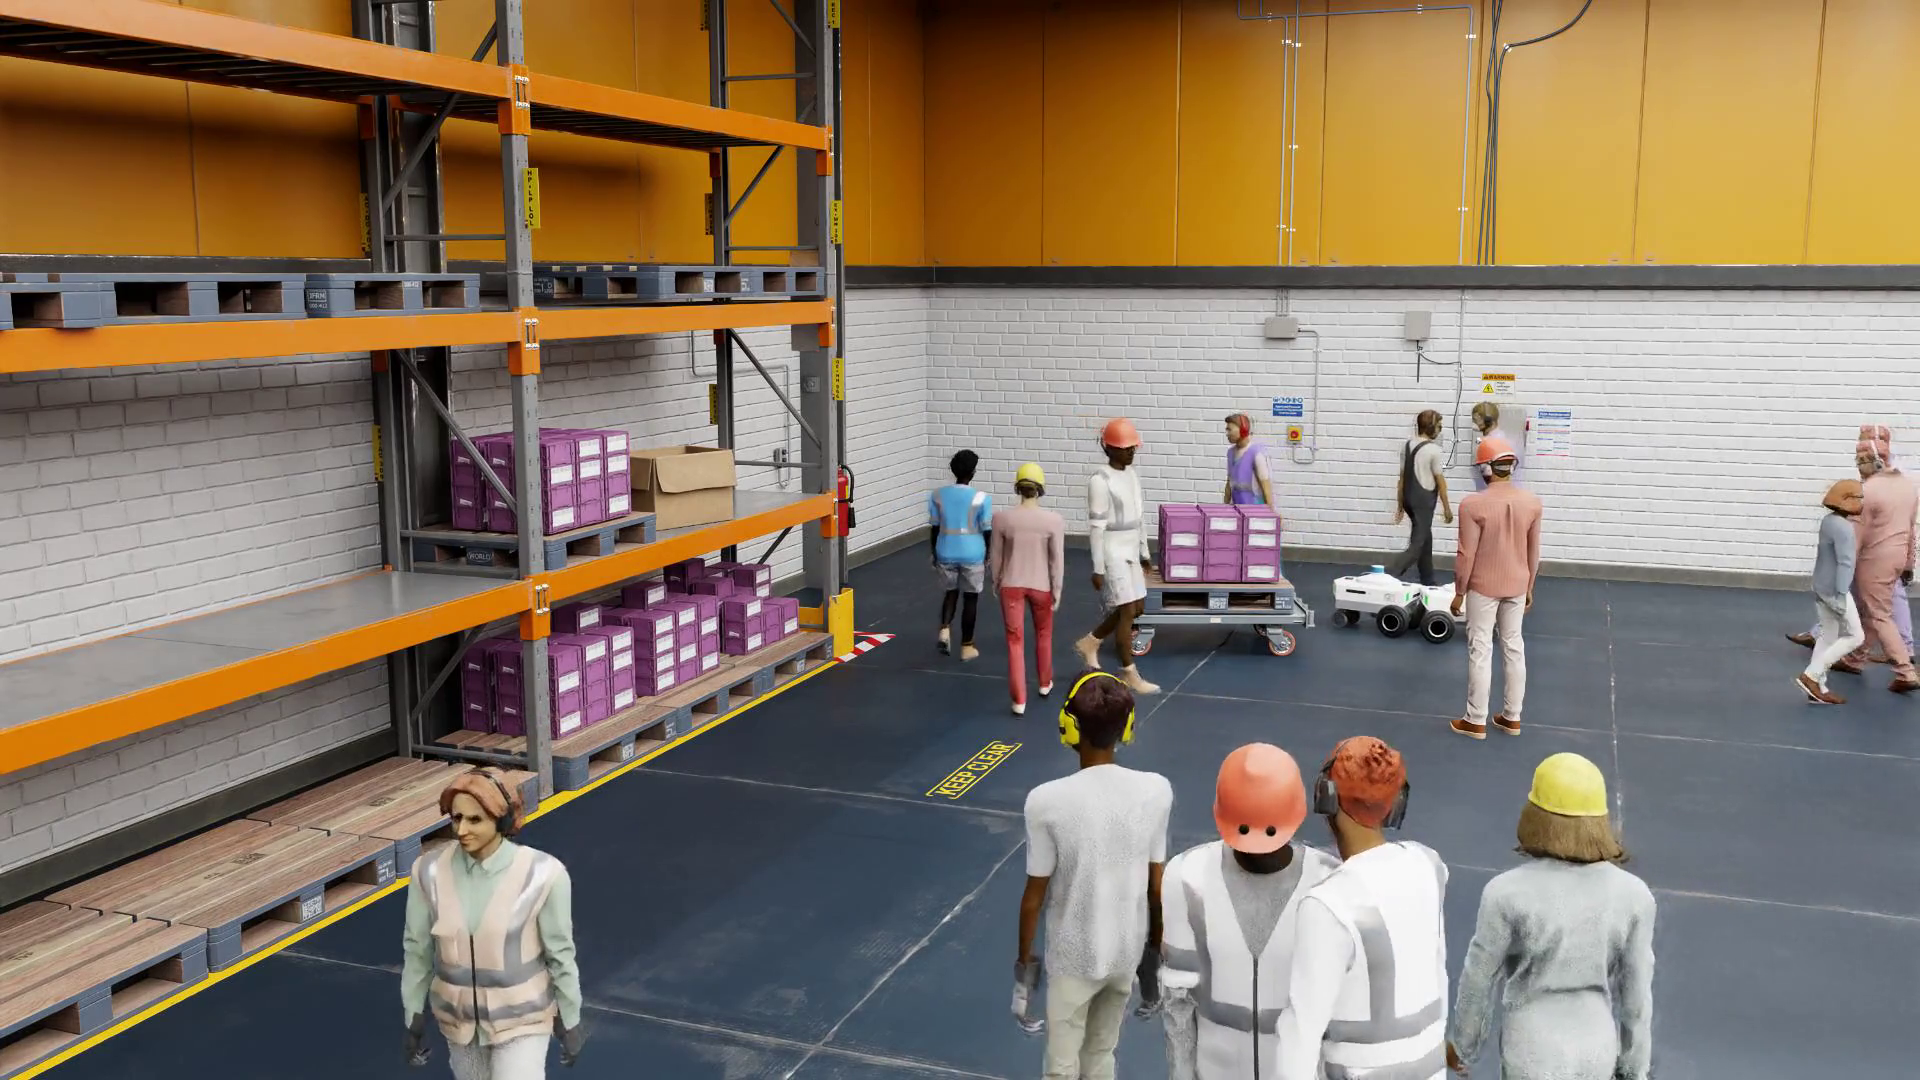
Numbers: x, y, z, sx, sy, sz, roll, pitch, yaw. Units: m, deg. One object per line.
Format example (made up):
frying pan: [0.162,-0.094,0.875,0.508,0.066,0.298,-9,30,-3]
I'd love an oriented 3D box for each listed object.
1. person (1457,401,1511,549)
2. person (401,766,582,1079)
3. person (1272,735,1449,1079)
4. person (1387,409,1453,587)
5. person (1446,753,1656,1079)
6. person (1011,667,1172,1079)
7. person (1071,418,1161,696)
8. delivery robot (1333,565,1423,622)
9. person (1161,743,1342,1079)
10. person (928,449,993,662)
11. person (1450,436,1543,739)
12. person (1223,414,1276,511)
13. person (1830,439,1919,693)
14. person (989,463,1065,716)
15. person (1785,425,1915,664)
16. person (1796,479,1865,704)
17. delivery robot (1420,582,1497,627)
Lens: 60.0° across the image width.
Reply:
person: [4.653,-0.298,14.979,0.809,1.907,0.668,4,10,21]
person: [-1.397,1.441,5.043,0.532,1.602,0.840,2,9,11]
person: [1.016,1.440,4.217,0.378,1.878,0.760,8,12,41]
person: [4.216,-0.308,15.390,0.867,1.814,0.500,-3,10,-19]
person: [1.655,1.433,4.753,0.501,1.701,0.867,-1,9,-9]
person: [0.418,1.311,5.072,0.513,1.854,0.721,-3,10,-21]
person: [1.138,0.110,12.124,0.704,2.015,0.639,6,11,33]
delivery robot: [3.558,0.459,14.192,0.707,0.478,0.477,7,11,36]
person: [0.837,1.400,4.494,0.557,1.881,0.889,3,10,19]
person: [0.023,0.126,13.041,0.545,1.680,0.375,4,10,22]
person: [3.502,0.313,10.920,0.608,1.987,0.388,-3,9,-16]
person: [2.547,-0.245,15.056,1.007,1.779,0.584,-2,9,-14]
person: [6.768,0.179,12.246,0.691,1.865,0.893,-5,11,-31]
person: [0.467,0.321,11.694,0.530,1.731,0.846,0,9,3]
person: [7.068,0.036,13.061,0.959,1.863,0.668,3,10,19]
person: [6.161,0.373,11.665,0.342,1.618,0.522,2,9,11]
delivery robot: [4.201,0.517,13.828,0.707,0.478,0.477,2,9,10]
